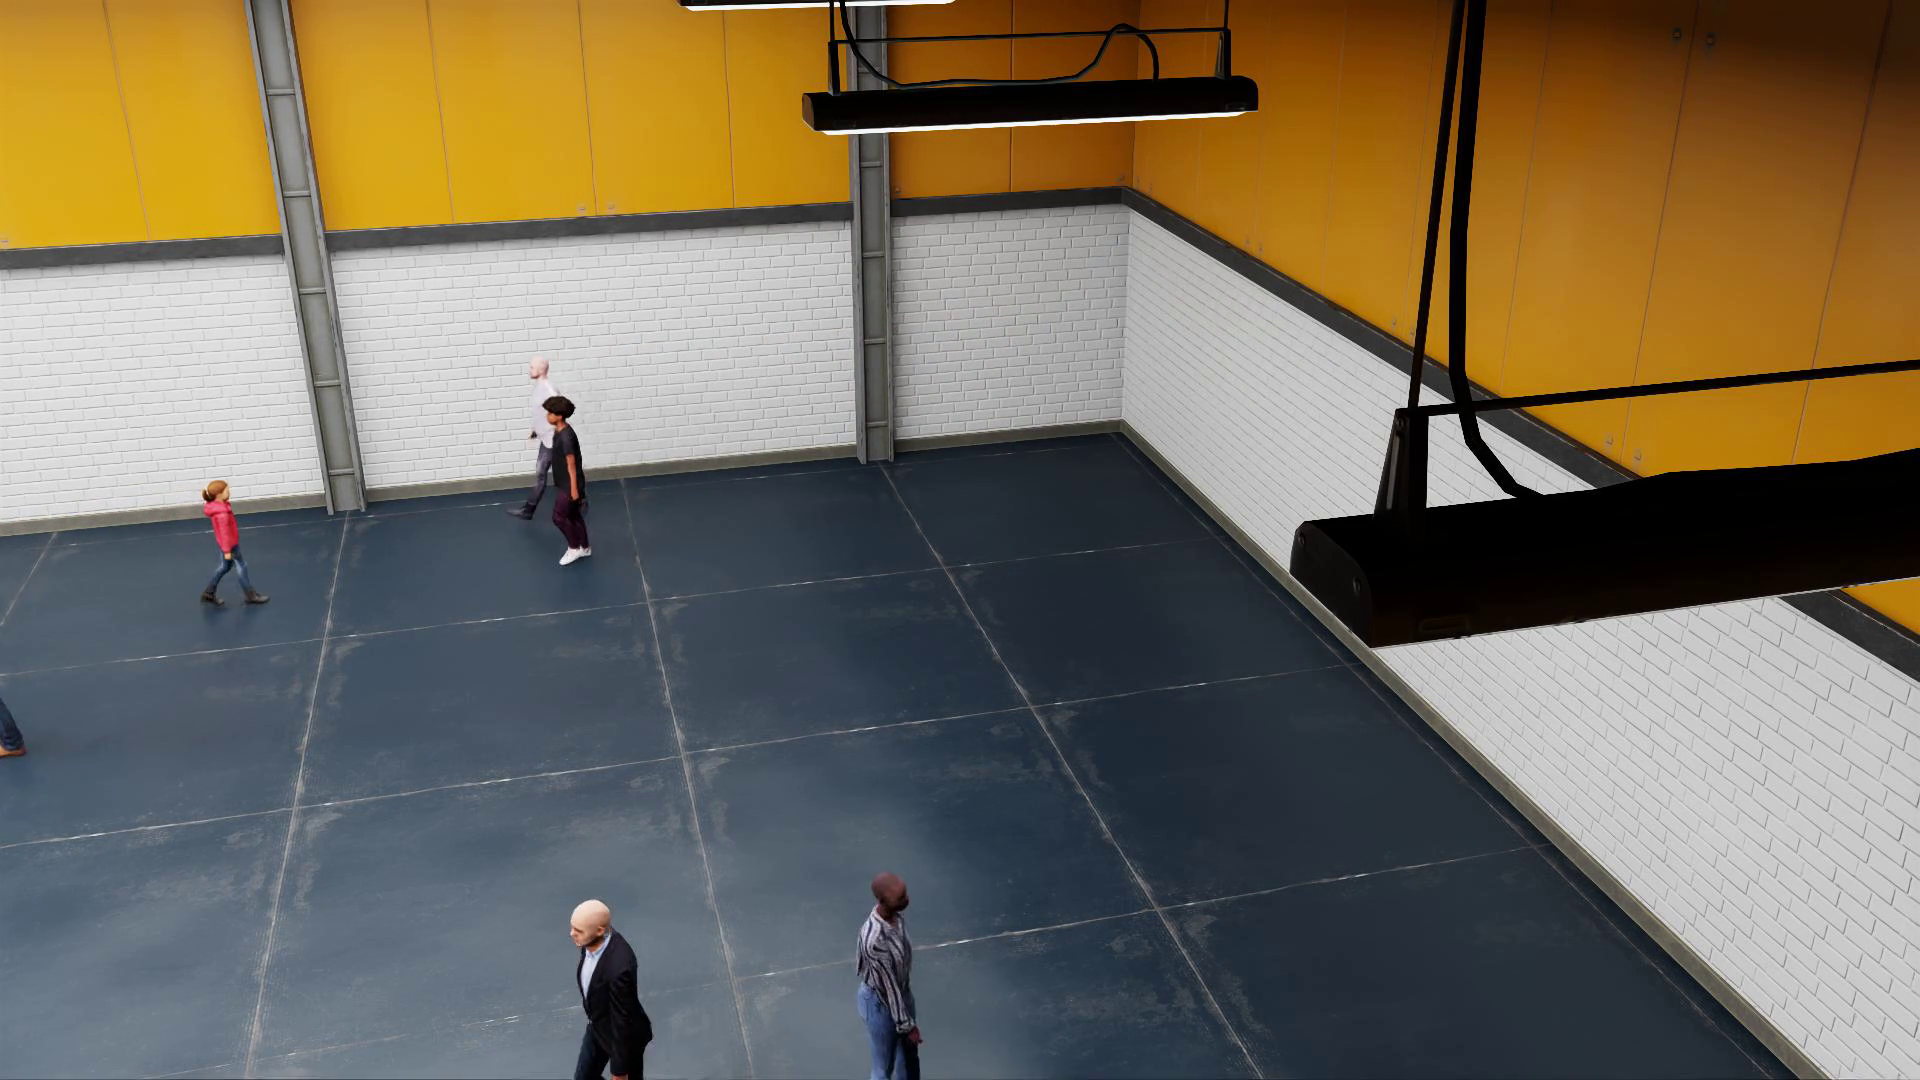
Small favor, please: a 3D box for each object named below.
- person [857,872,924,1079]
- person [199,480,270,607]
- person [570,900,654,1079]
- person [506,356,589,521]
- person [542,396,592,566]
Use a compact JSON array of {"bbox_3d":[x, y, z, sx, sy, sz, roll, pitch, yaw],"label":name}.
[{"bbox_3d":[-0.458,2.657,9.374,0.803,1.777,0.772,3,24,7],"label":"person"},{"bbox_3d":[-7.091,0.052,15.929,0.892,1.301,0.661,-14,27,-28],"label":"person"},{"bbox_3d":[-1.849,2.704,9.256,0.785,1.786,0.809,-21,31,-39],"label":"person"},{"bbox_3d":[-4.325,-1.104,17.964,1.199,1.788,0.836,-11,26,-24],"label":"person"},{"bbox_3d":[-3.900,-0.622,16.882,0.635,1.771,0.683,-9,25,-20],"label":"person"}]
